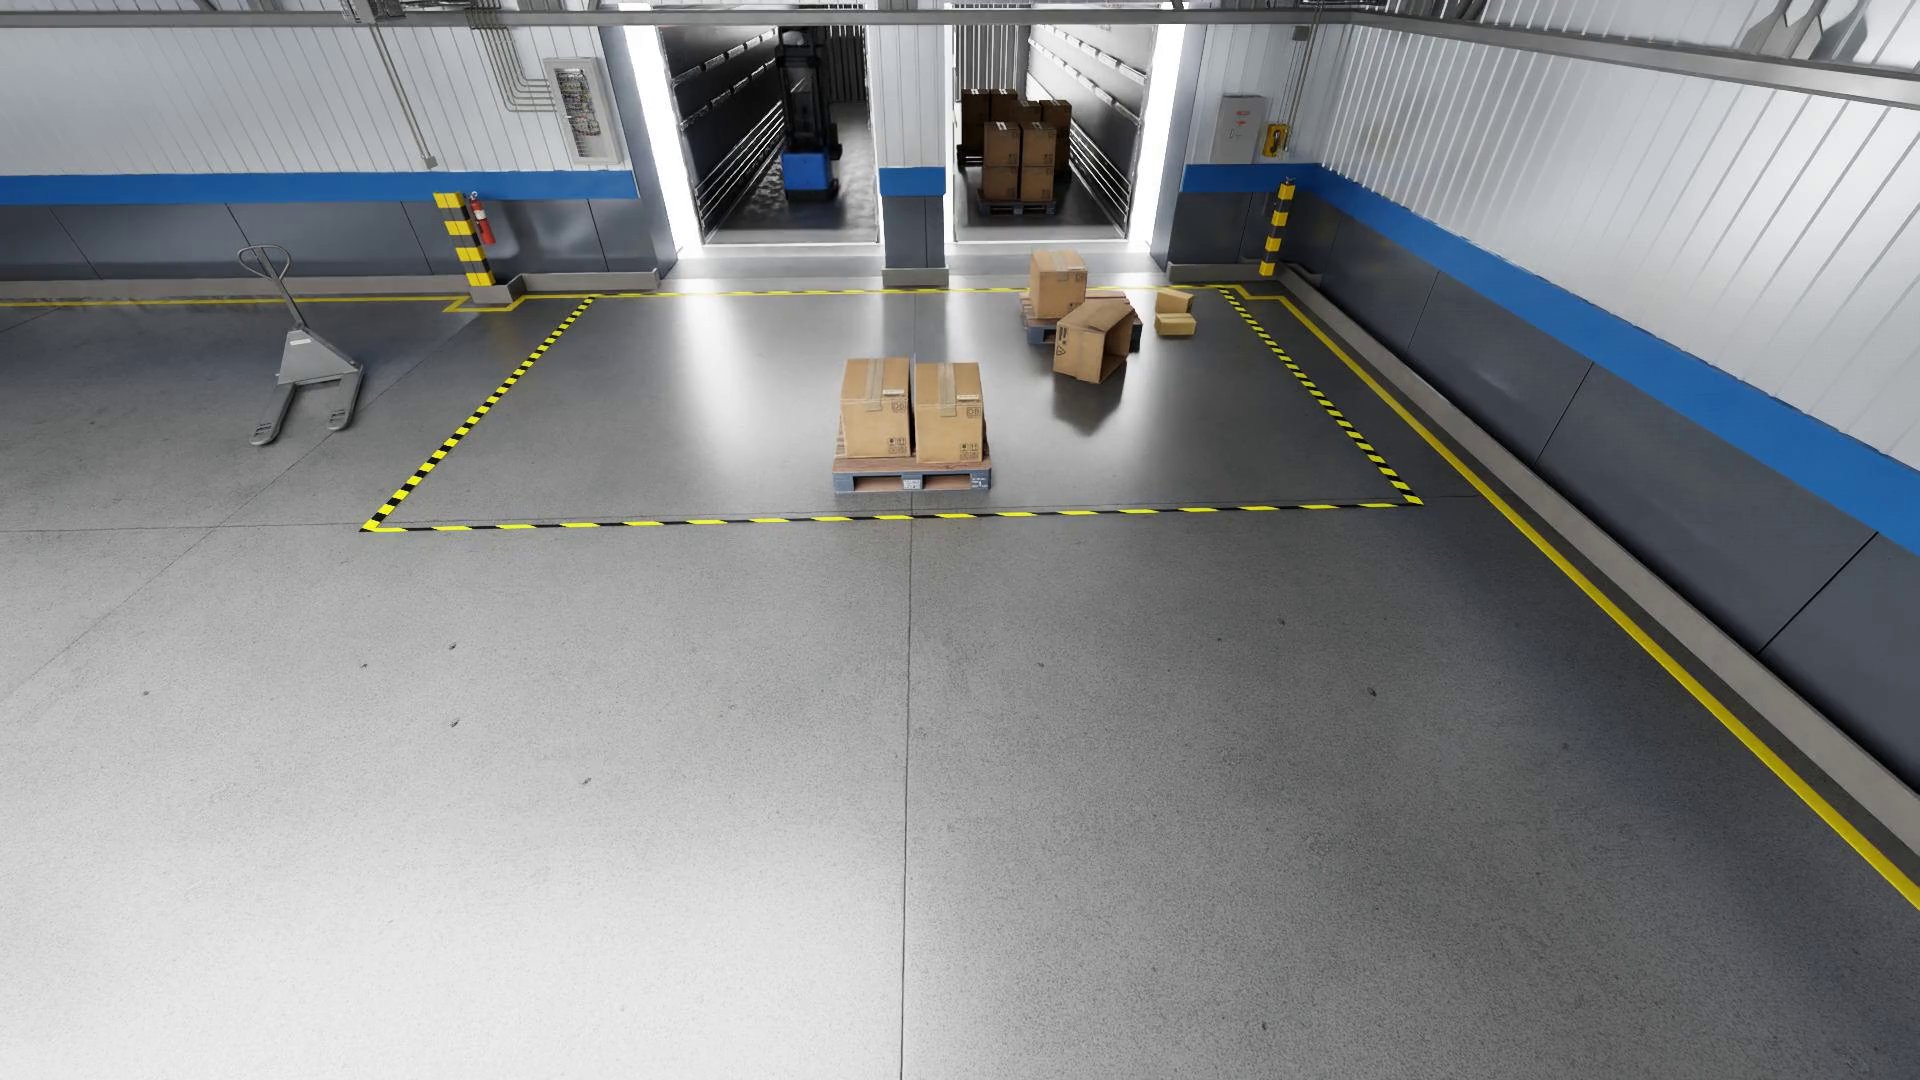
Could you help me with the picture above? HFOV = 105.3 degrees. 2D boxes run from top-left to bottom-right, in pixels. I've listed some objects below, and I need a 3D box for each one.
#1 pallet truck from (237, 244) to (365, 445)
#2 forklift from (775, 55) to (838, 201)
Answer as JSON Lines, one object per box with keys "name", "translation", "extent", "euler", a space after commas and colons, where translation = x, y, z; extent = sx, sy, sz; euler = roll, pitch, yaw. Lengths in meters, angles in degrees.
{"name": "pallet truck", "translation": [-5.915, -1.733, 6.366], "extent": [0.680, 1.201, 1.601], "euler": [-18, 42, -21]}
{"name": "forklift", "translation": [-2.547, -6.656, 11.924], "extent": [0.716, 2.013, 0.776], "euler": [-1, 38, -1]}
